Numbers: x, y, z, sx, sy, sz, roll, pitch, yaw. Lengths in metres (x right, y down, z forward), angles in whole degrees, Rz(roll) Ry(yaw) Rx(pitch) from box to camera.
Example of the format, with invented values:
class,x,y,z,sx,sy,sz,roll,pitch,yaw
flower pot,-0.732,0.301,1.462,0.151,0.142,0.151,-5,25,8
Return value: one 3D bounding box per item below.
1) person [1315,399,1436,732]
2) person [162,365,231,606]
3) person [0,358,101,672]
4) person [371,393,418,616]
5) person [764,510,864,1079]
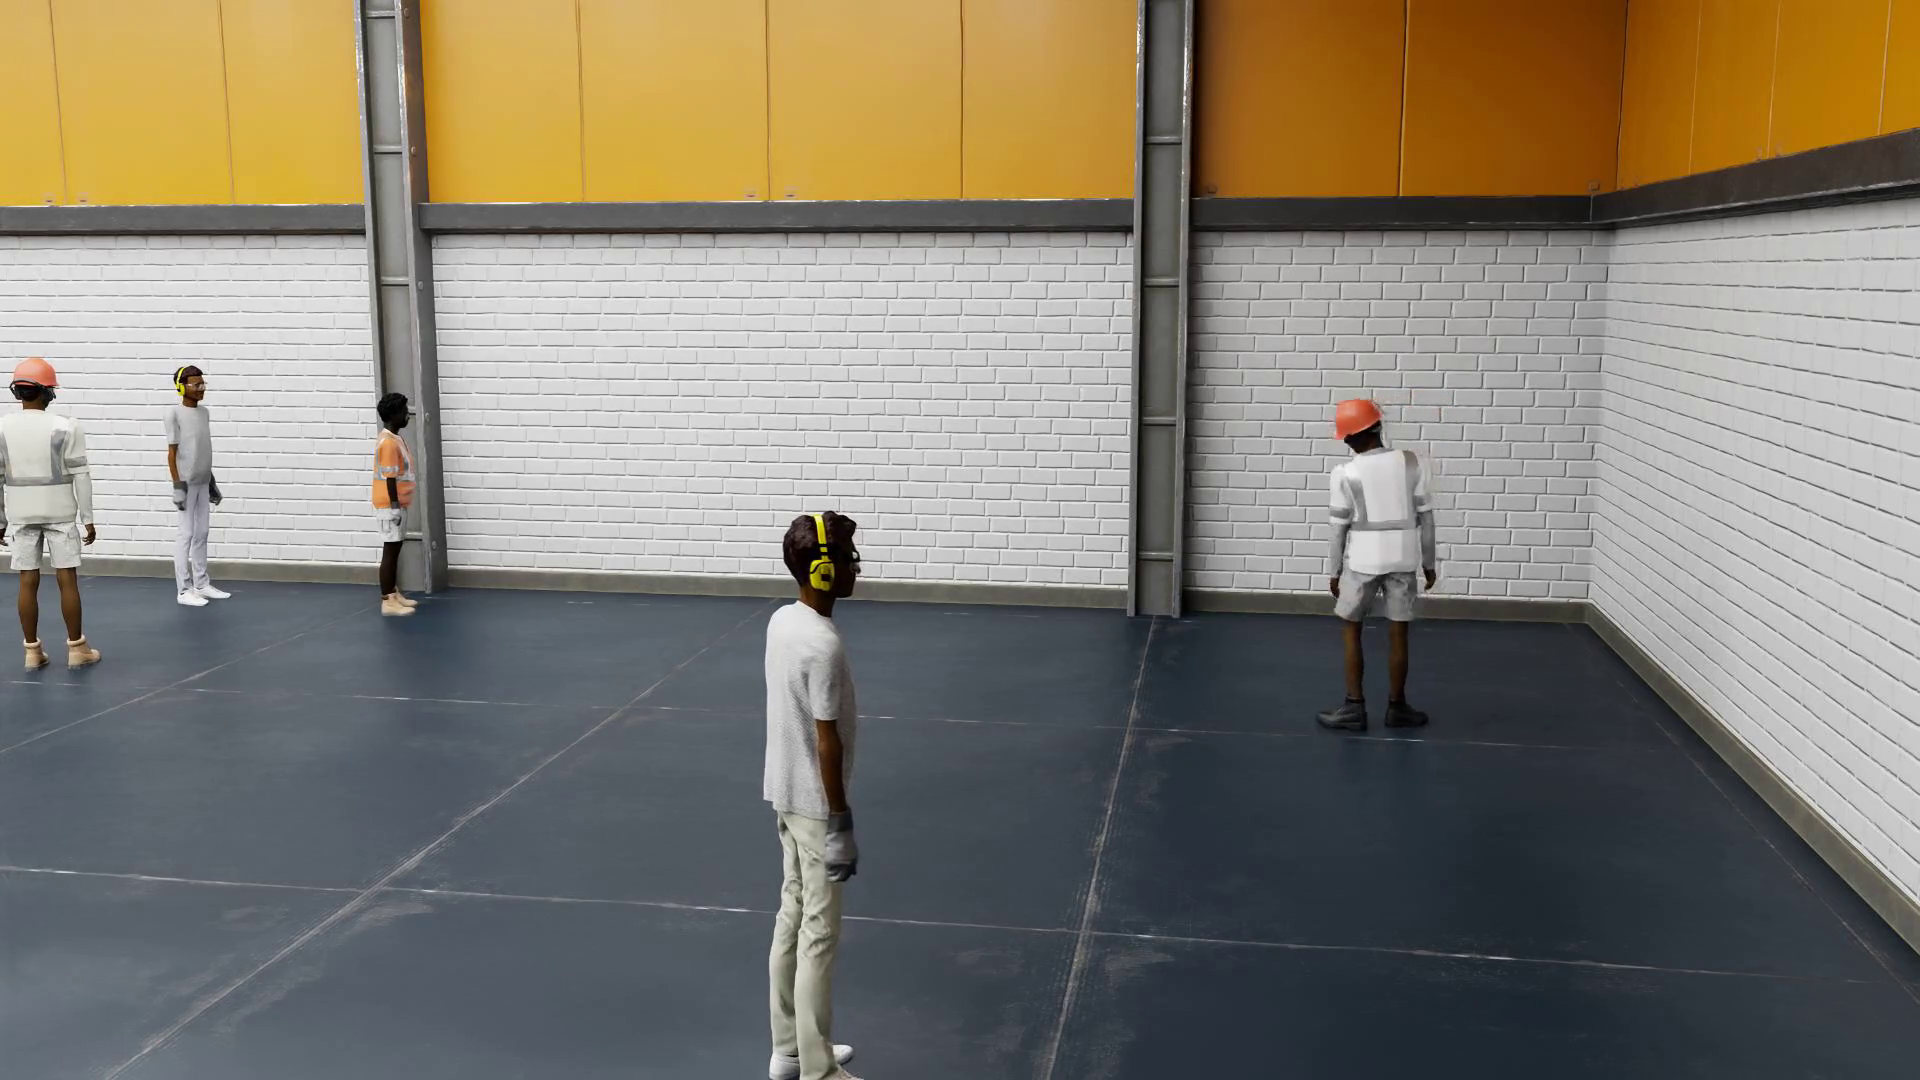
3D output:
class,x,y,z,sx,sy,sz,roll,pitch,yaw
person,2.402,0.147,9.444,0.671,1.887,0.366,0,9,2
person,-5.987,-0.431,13.026,0.330,1.874,0.518,2,9,11
person,-5.971,-0.163,10.848,0.615,2.041,0.392,-2,9,-11
person,-4.286,-0.269,12.604,0.319,1.690,0.537,-2,10,-15
person,-0.445,0.834,5.225,0.335,1.873,0.519,-4,10,-23
